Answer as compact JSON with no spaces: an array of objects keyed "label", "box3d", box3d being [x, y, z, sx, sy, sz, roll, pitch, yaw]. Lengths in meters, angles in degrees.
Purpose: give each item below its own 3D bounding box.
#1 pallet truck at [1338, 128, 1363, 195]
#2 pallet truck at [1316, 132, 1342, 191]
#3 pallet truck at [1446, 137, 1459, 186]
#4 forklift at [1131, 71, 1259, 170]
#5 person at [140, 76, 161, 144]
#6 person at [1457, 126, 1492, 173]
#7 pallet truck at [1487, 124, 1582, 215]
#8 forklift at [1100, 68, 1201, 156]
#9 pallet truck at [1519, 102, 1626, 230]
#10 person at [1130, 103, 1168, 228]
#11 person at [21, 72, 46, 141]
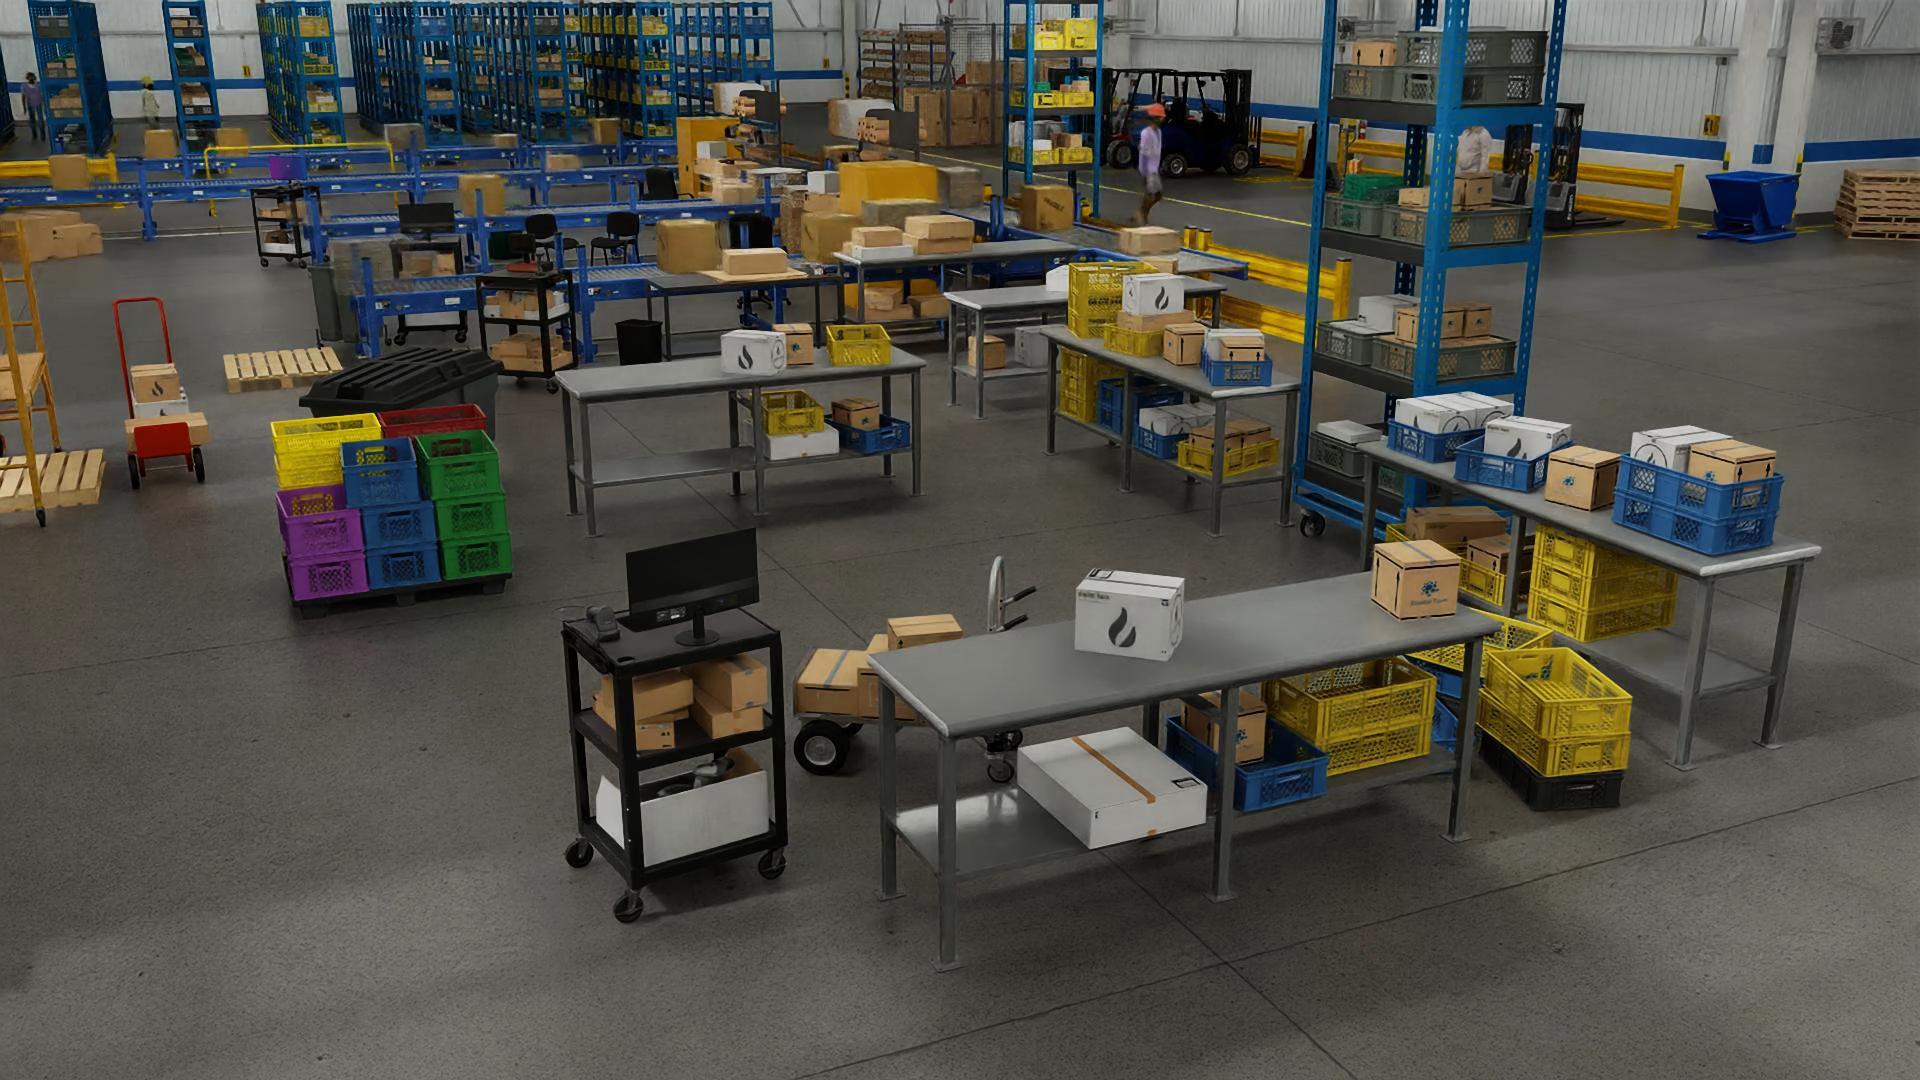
[{"label":"pallet truck","box3d":[7.845,-7.140,31.411,1.522,1.261,0.704,-9,20,-25]},{"label":"pallet truck","box3d":[7.723,-7.504,32.656,1.601,1.201,0.680,-8,19,-23]},{"label":"pallet truck","box3d":[9.184,-6.485,29.328,1.630,1.274,0.653,-8,19,-23]},{"label":"forklift","box3d":[4.998,-8.936,35.413,2.680,1.987,1.157,-9,20,-25]},{"label":"person","box3d":[-20.344,-10.726,41.848,0.423,1.818,0.596,-11,21,-30]},{"label":"person","box3d":[8.013,-5.783,26.133,0.401,1.910,0.641,-7,19,-20]},{"label":"pallet truck","box3d":[9.707,-6.455,28.103,1.885,1.965,0.823,-7,19,-20]},{"label":"forklift","box3d":[4.082,-9.564,37.410,2.680,1.987,1.157,-8,19,-23]},{"label":"pallet truck","box3d":[9.972,-6.037,26.785,1.885,1.965,0.823,-9,20,-25]},{"label":"person","box3d":[2.945,-5.736,25.798,0.521,2.030,0.626,10,20,28]},{"label":"person","box3d":[-25.147,-11.795,45.207,0.577,1.826,0.773,-11,21,-31]}]
